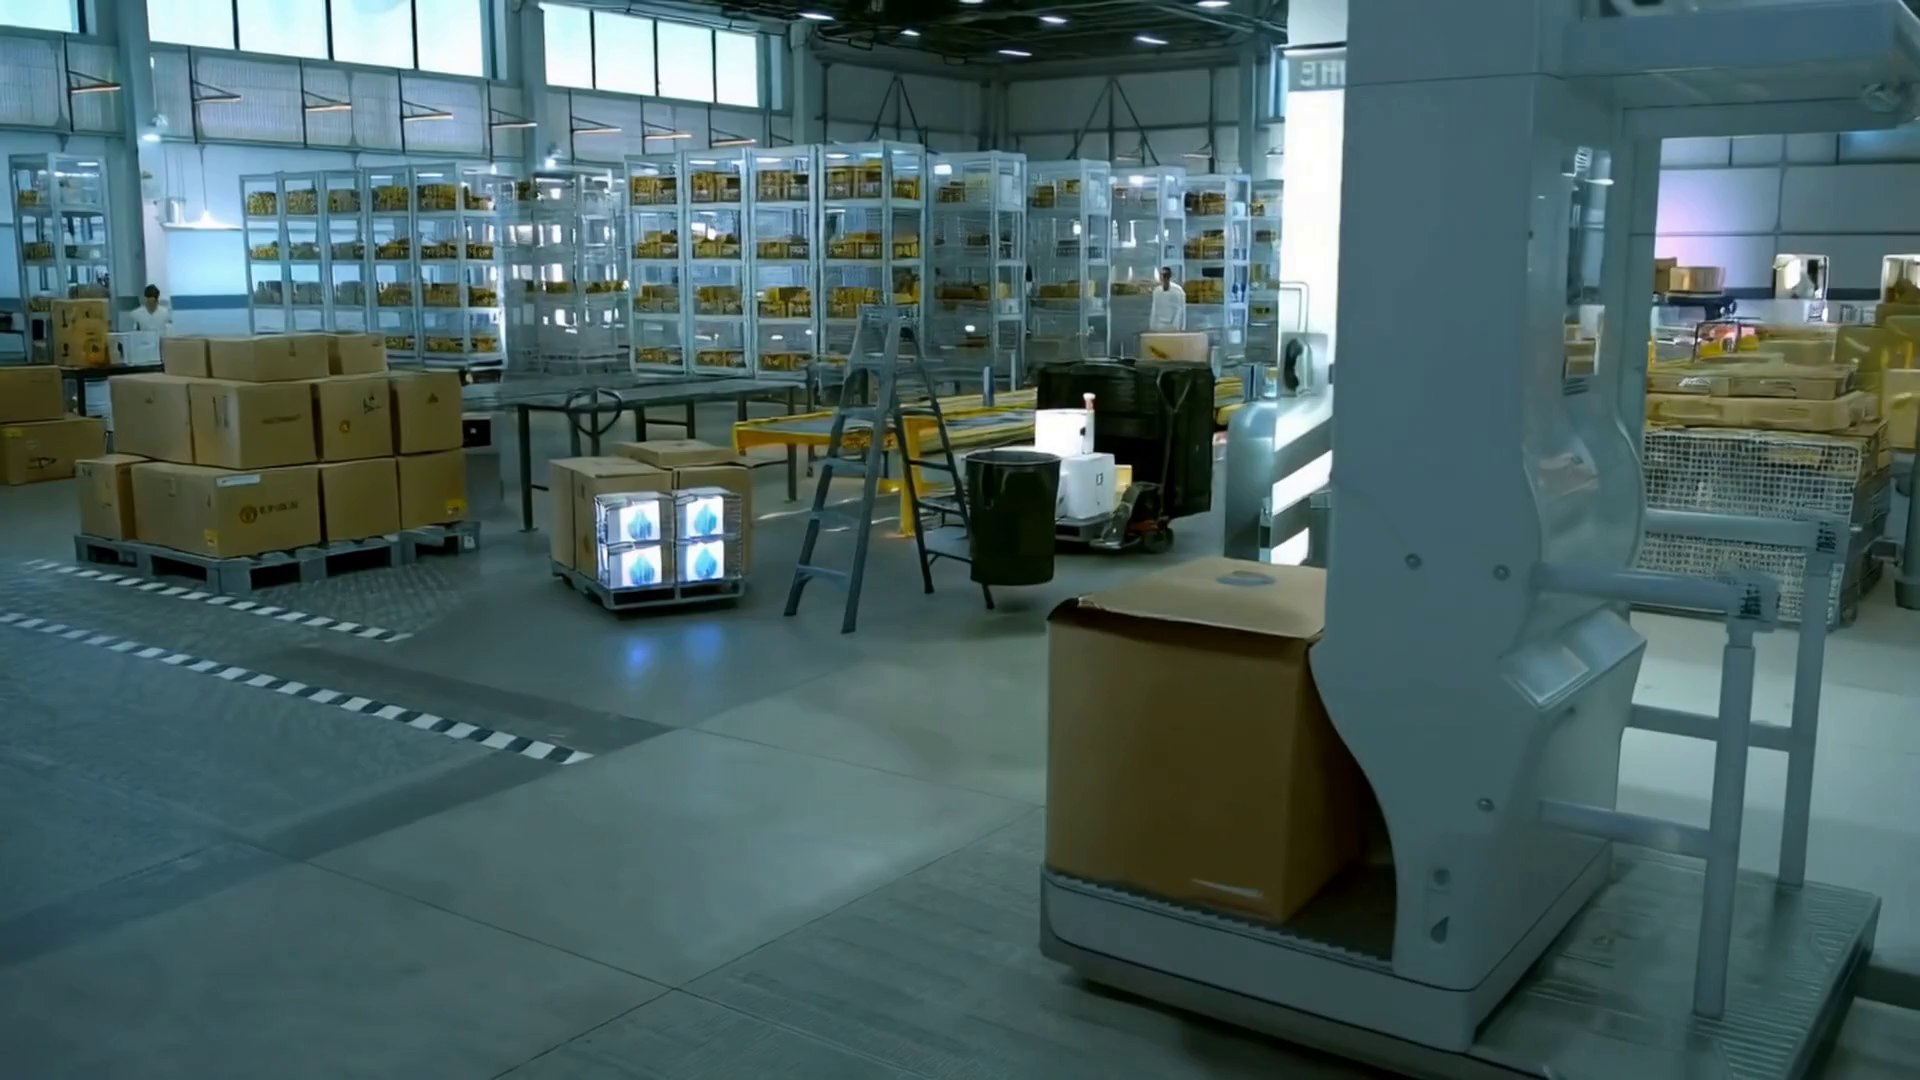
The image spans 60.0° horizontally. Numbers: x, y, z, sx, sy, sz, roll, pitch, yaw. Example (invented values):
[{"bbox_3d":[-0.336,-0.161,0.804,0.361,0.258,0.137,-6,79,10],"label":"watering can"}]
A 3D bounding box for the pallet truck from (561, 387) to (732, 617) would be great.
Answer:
[{"bbox_3d":[-1.981,-0.274,10.088,0.680,1.201,1.601,-5,11,-28],"label":"pallet truck"}]

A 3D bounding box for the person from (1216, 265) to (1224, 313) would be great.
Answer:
[{"bbox_3d":[7.555,-7.030,48.225,0.632,1.939,1.016,-7,12,-34],"label":"person"}]

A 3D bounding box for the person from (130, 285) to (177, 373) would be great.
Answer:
[{"bbox_3d":[-10.619,-2.495,21.898,0.567,1.702,0.906,0,10,-2],"label":"person"}]

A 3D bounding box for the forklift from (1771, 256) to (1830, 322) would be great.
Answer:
[{"bbox_3d":[20.253,-5.854,40.139,1.157,1.987,2.680,7,12,35],"label":"forklift"}]

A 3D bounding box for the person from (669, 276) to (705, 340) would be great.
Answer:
[{"bbox_3d":[-4.790,-3.727,28.969,0.598,1.791,0.972,3,10,15],"label":"person"}]

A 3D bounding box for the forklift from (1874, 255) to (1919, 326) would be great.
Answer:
[{"bbox_3d":[22.089,-5.634,38.796,1.157,1.987,2.680,6,11,33],"label":"forklift"}]

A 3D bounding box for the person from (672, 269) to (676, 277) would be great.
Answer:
[{"bbox_3d":[-7.396,-6.069,42.837,0.627,1.819,0.425,5,11,25],"label":"person"}]

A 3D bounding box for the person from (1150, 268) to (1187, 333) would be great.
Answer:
[{"bbox_3d":[3.376,-3.491,27.228,0.643,1.908,0.399,7,12,36],"label":"person"}]

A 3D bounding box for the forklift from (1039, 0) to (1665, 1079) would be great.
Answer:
[{"bbox_3d":[1.249,-0.137,4.360,1.873,2.768,1.129,7,12,35],"label":"forklift"}]

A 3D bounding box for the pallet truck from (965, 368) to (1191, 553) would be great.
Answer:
[{"bbox_3d":[0.845,-0.609,11.869,1.630,1.274,0.653,7,12,35],"label":"pallet truck"}]
